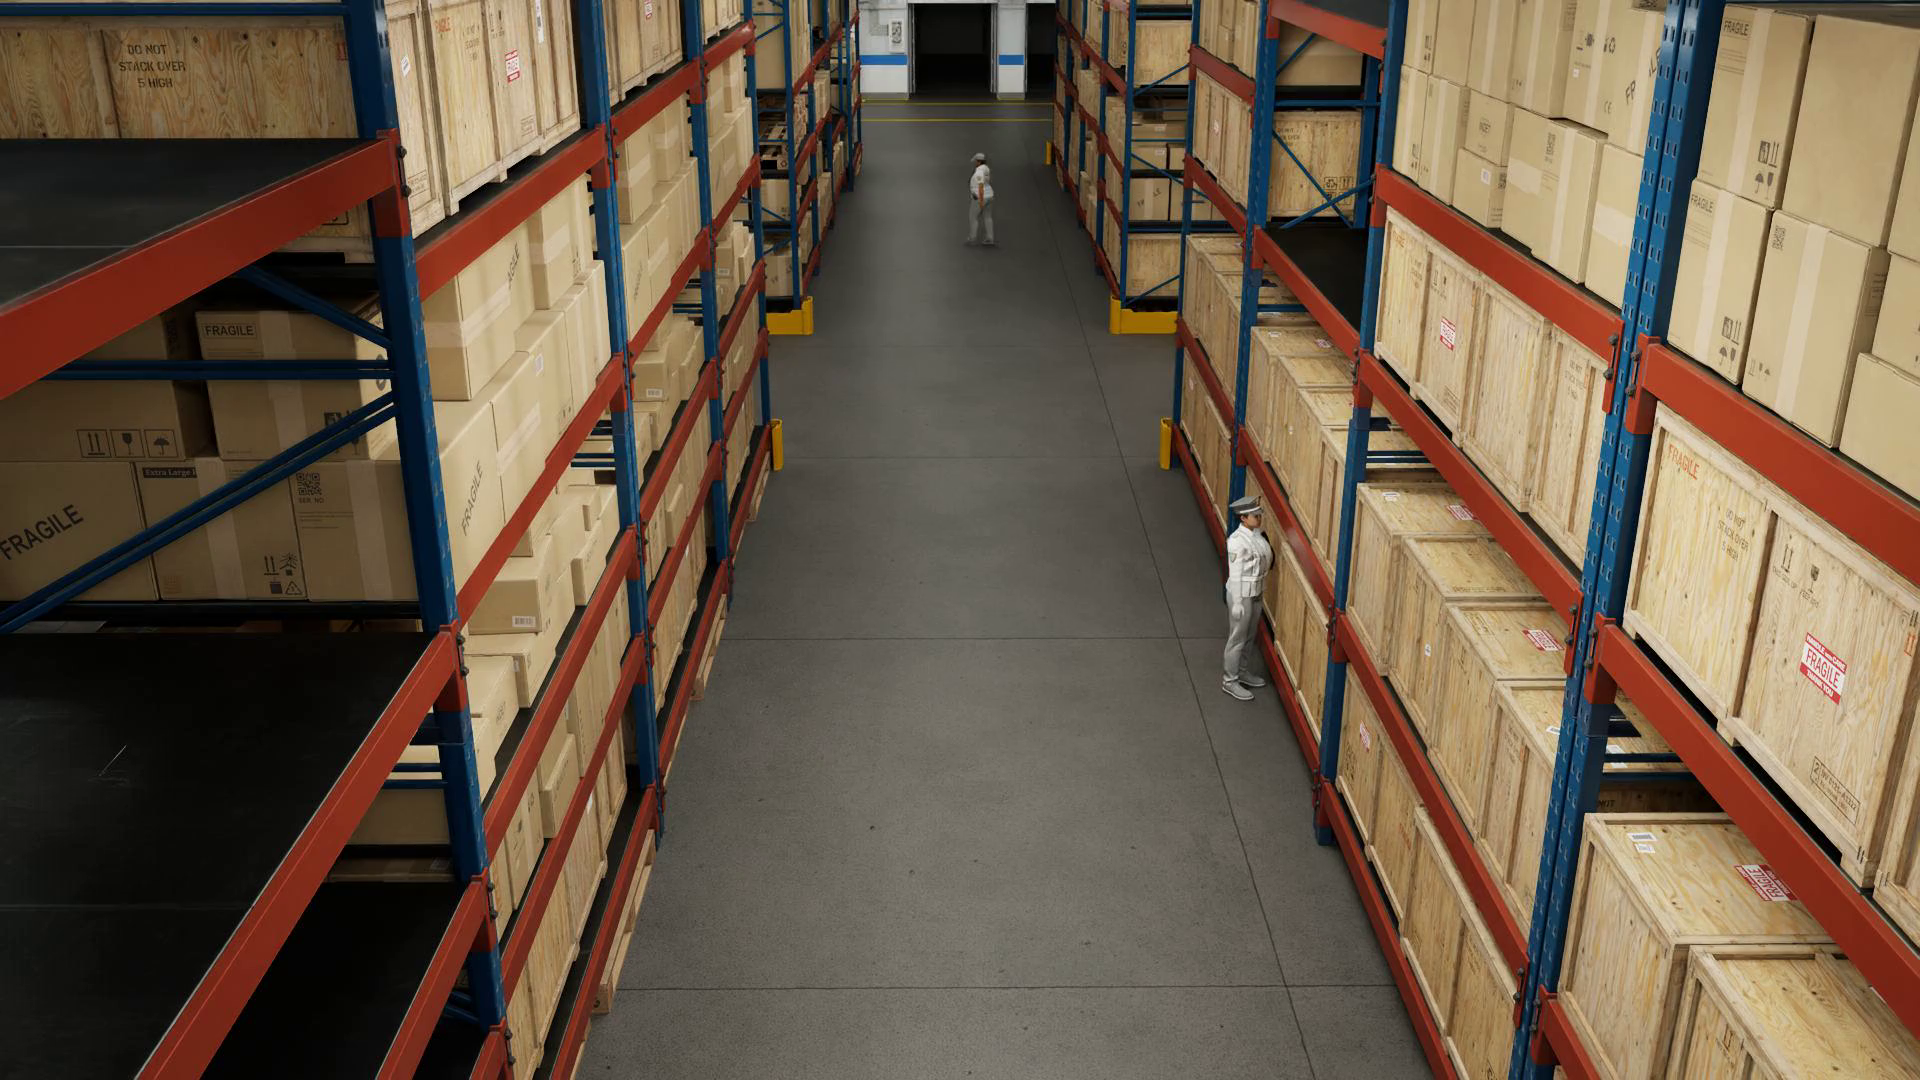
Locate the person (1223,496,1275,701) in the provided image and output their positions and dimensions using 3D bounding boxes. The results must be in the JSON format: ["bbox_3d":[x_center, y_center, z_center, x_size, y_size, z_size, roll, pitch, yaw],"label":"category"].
[{"bbox_3d":[2.328,0.437,13.512,0.365,1.694,0.457,13,25,29],"label":"person"}]

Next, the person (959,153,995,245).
[{"bbox_3d":[0.340,-6.241,30.428,0.622,1.656,0.503,12,24,27],"label":"person"}]
